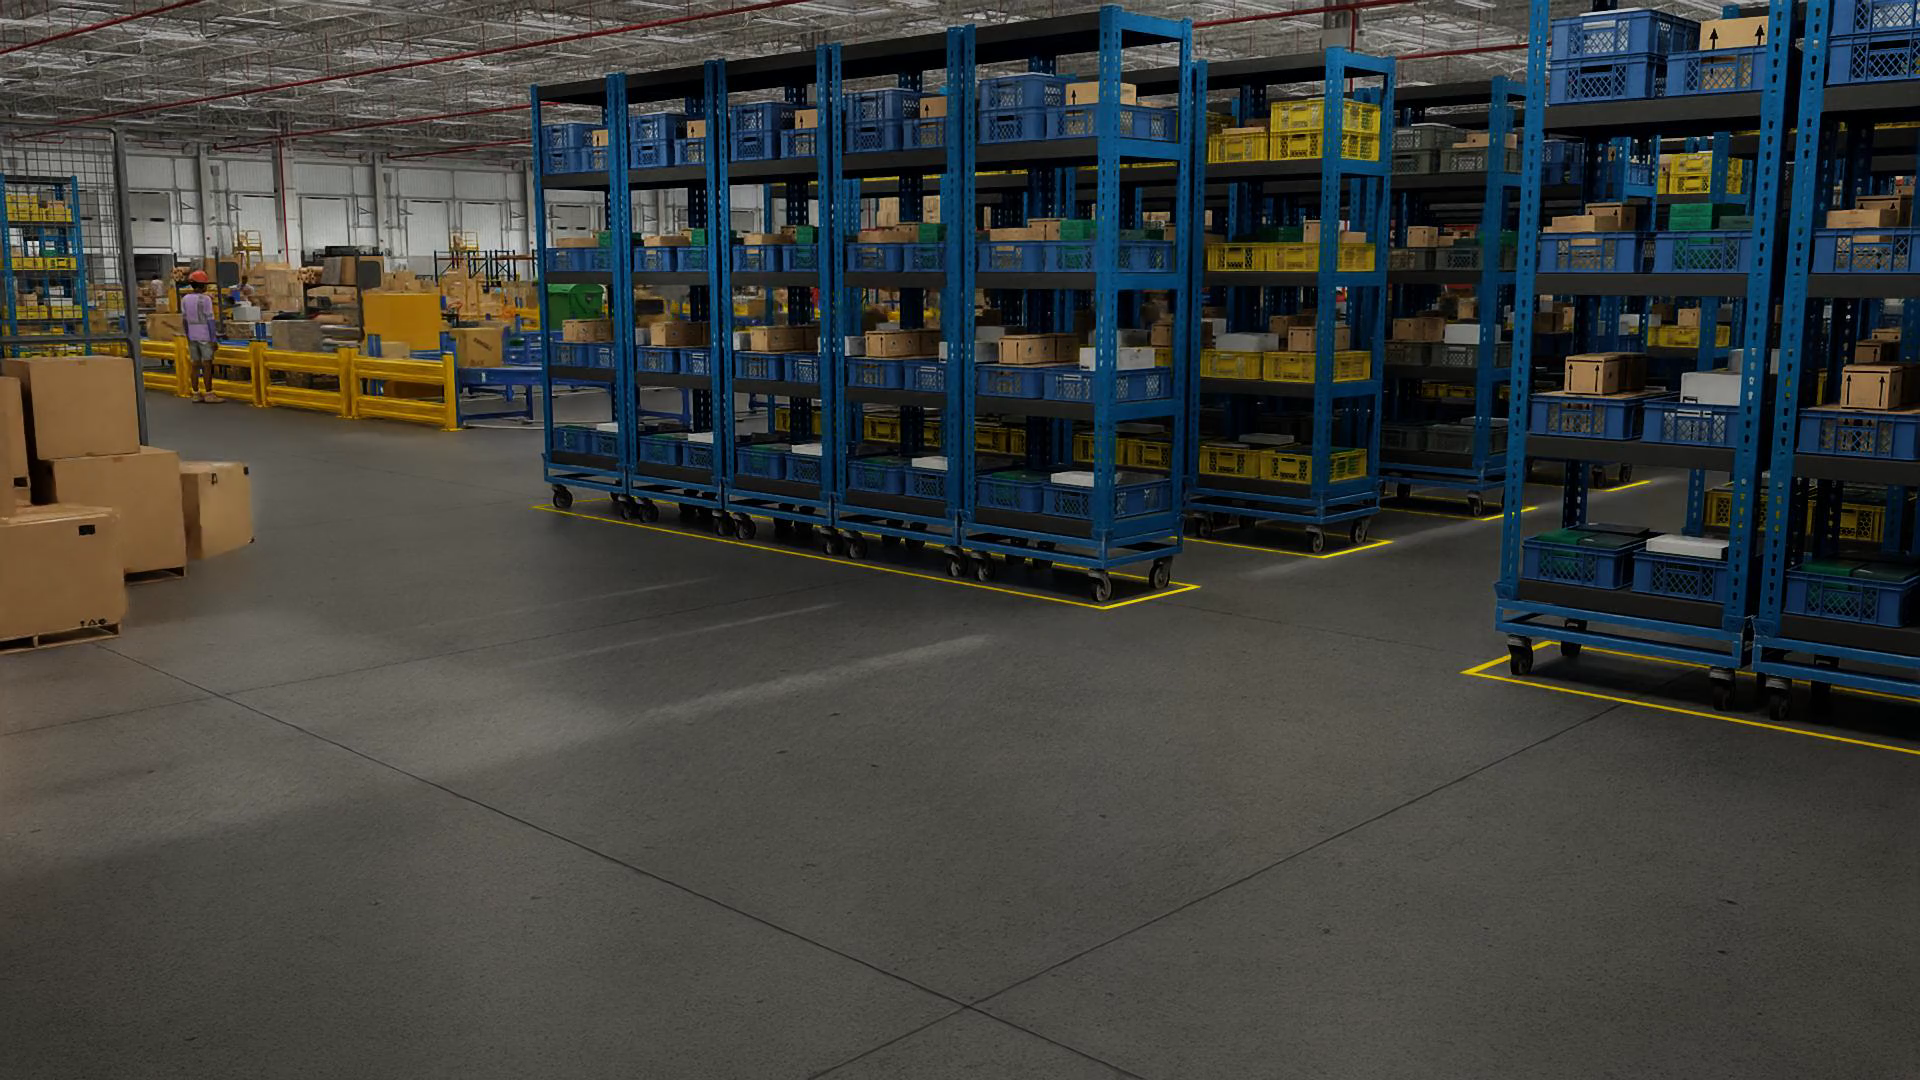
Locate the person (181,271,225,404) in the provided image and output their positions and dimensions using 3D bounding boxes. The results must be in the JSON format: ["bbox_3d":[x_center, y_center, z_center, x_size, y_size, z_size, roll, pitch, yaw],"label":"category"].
[{"bbox_3d":[-11.638,-3.107,25.556,0.615,2.042,0.372,4,10,24],"label":"person"}]

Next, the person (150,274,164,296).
[{"bbox_3d":[-36.347,-11.076,75.118,0.680,1.820,0.649,2,10,14],"label":"person"}]

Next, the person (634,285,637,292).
[{"bbox_3d":[-11.879,-8.645,60.816,0.675,1.615,0.506,-2,9,-12],"label":"person"}]

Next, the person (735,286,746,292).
[{"bbox_3d":[-8.382,-9.131,62.498,0.674,2.000,0.535,-1,9,-6],"label":"person"}]

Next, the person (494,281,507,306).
[{"bbox_3d":[-16.155,-8.306,58.525,0.535,1.693,0.320,6,11,31],"label":"person"}]

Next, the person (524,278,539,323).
[{"bbox_3d":[-15.472,-8.650,60.490,0.882,1.718,0.550,-1,9,-4],"label":"person"}]

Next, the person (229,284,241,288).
[{"bbox_3d":[-27.264,-9.080,62.566,0.597,1.915,0.371,5,10,27],"label":"person"}]

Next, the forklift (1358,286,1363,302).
[{"bbox_3d":[11.100,-7.017,46.970,1.873,2.768,1.129,9,13,43],"label":"forklift"}]

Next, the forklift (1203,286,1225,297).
[{"bbox_3d":[8.942,-9.398,61.568,1.873,2.768,1.129,9,13,43],"label":"forklift"}]

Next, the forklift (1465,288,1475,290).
[{"bbox_3d":[20.035,-9.843,64.292,1.129,2.768,1.873,8,12,41],"label":"forklift"}]

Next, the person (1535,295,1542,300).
[{"bbox_3d":[15.373,-6.146,44.875,0.592,1.825,0.404,1,9,4],"label":"person"}]

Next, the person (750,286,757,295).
[{"bbox_3d":[-9.113,-10.815,73.340,0.434,1.870,0.573,4,10,25],"label":"person"}]

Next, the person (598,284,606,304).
[{"bbox_3d":[-13.461,-9.089,62.540,0.347,1.942,0.548,2,9,10],"label":"person"}]

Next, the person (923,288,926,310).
[{"bbox_3d":[-1.341,-8.183,57.540,0.554,1.748,0.407,-8,12,-40],"label":"person"}]

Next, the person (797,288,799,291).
[{"bbox_3d":[-7.503,-11.485,78.249,0.756,1.608,0.509,5,10,26],"label":"person"}]

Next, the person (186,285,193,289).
[{"bbox_3d":[-26.995,-8.381,58.444,0.521,1.864,0.336,4,10,25],"label":"person"}]

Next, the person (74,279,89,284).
[{"bbox_3d":[-42.296,-11.910,80.150,0.627,1.844,0.429,-5,10,-27],"label":"person"}]

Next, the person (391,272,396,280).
[{"bbox_3d":[-29.003,-12.799,85.341,0.592,1.923,0.381,9,13,44],"label":"person"}]

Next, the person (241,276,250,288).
[{"bbox_3d":[-24.262,-8.093,56.789,0.872,1.836,0.520,-4,10,-22],"label":"person"}]

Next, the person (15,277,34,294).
[{"bbox_3d":[-29.823,-7.539,53.100,0.541,1.928,0.398,-9,13,-44],"label":"person"}]

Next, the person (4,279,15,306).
[{"bbox_3d":[-44.117,-11.444,77.131,1.014,1.887,0.630,-2,9,-9],"label":"person"}]
